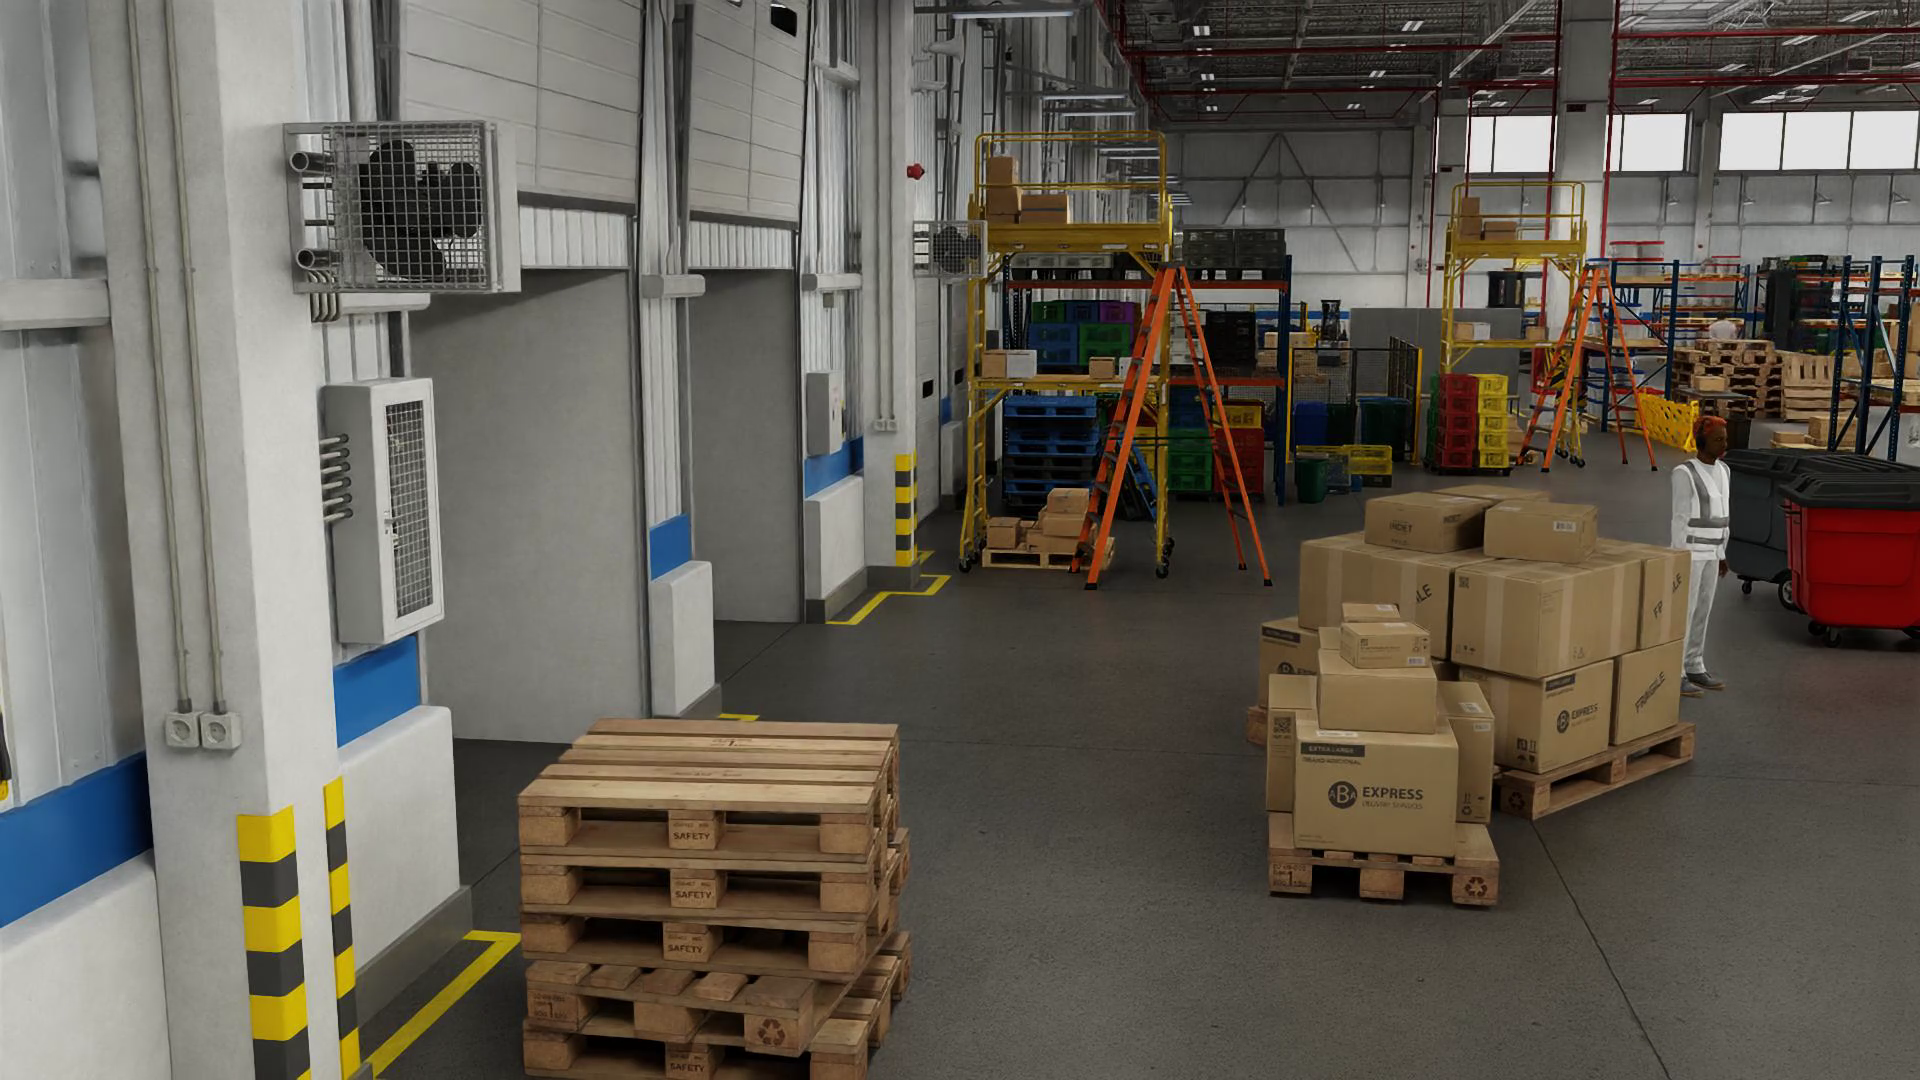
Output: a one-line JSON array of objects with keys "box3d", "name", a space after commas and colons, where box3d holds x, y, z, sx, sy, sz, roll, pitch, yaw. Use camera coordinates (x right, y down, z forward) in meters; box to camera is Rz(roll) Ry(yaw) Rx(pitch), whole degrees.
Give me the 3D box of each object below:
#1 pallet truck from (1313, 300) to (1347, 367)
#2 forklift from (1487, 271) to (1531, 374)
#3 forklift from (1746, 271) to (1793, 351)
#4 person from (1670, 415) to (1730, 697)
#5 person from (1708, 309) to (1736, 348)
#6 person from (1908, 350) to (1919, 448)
[{"box3d": [11.159, -6.200, 49.718, 0.823, 1.965, 1.885, 4, 10, 26], "name": "pallet truck"}, {"box3d": [14.723, -5.934, 45.367, 1.873, 2.768, 1.129, -3, 10, -16], "name": "forklift"}, {"box3d": [18.867, -4.828, 38.544, 1.873, 2.768, 1.129, 1, 9, 9], "name": "forklift"}, {"box3d": [4.979, 0.104, 11.189, 0.584, 1.882, 0.349, -7, 12, -37], "name": "person"}, {"box3d": [18.292, -4.576, 39.995, 0.633, 1.953, 0.535, 1, 9, 7], "name": "person"}, {"box3d": [15.507, -2.344, 26.750, 0.323, 1.736, 0.488, 4, 10, 25], "name": "person"}]
